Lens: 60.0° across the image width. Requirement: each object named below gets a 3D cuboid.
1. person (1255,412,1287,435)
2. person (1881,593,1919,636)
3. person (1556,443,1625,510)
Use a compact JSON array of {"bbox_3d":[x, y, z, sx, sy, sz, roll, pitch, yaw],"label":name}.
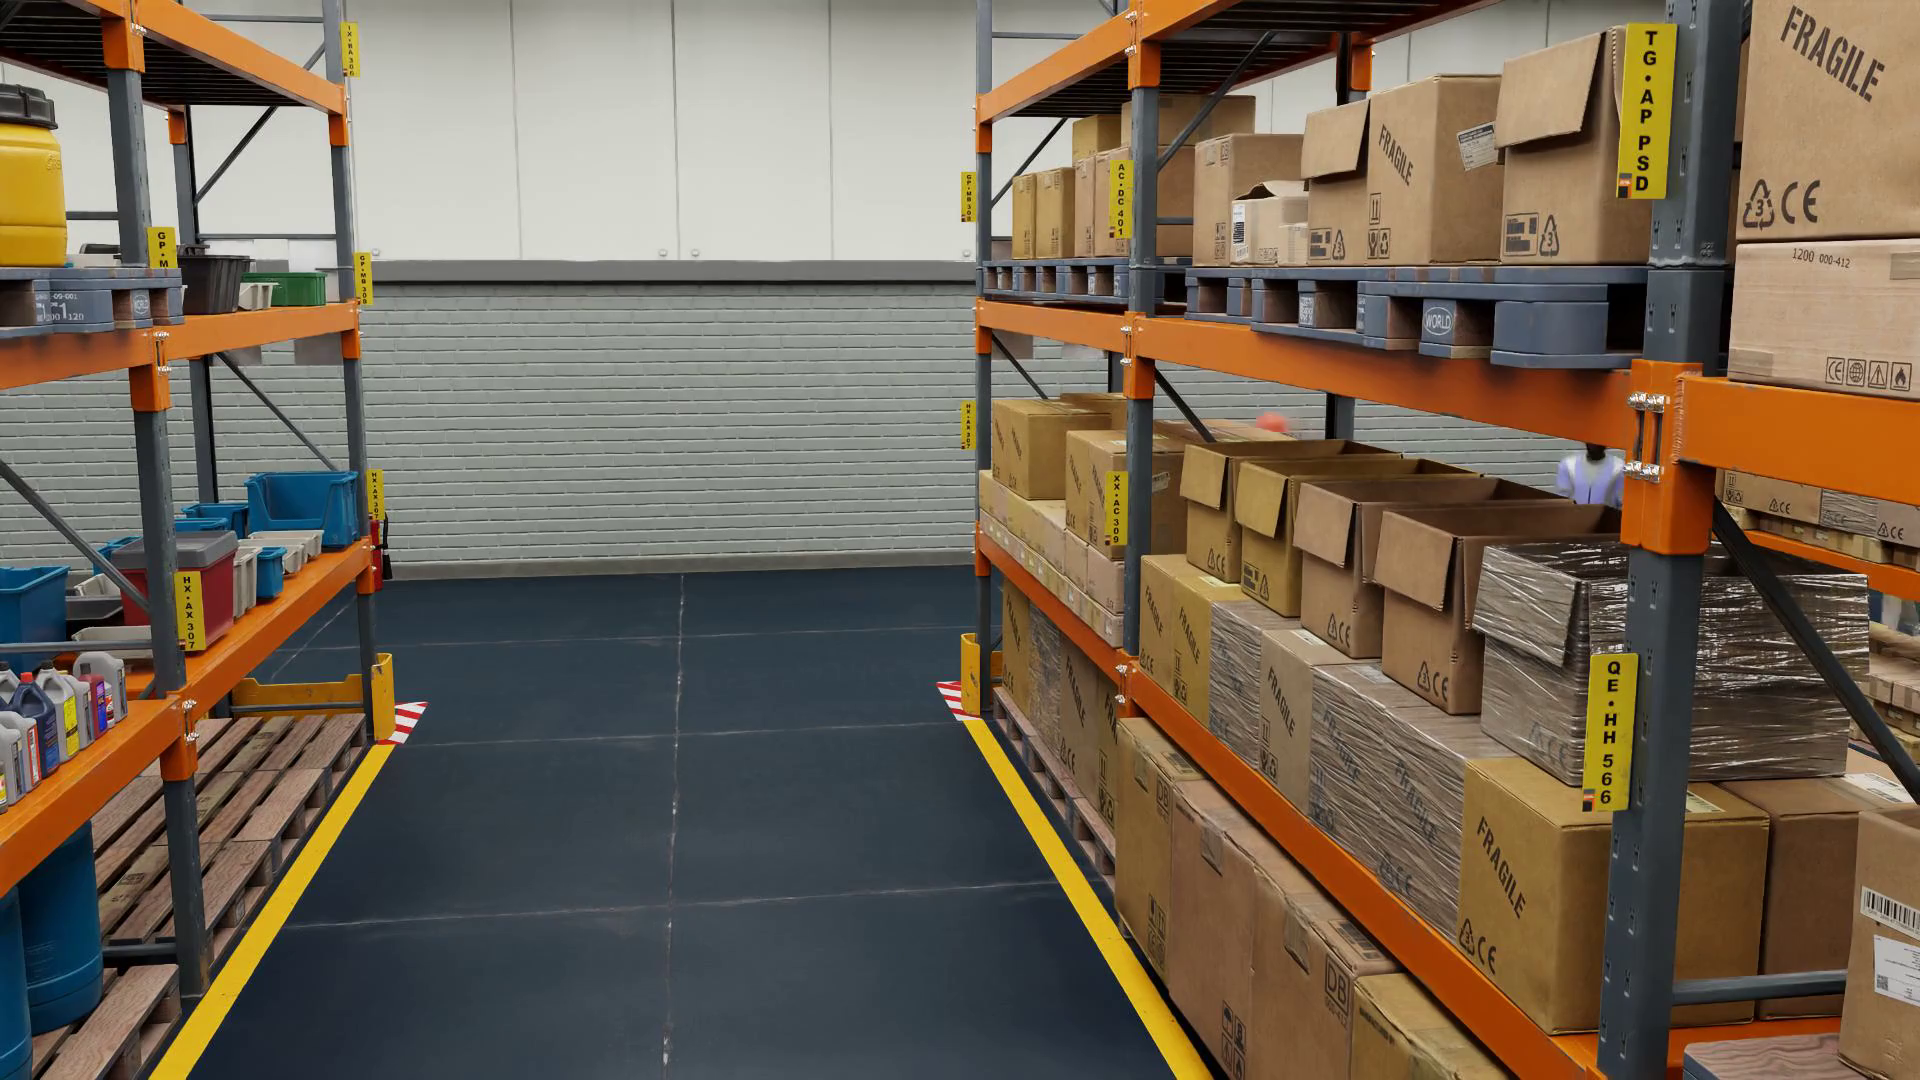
[{"bbox_3d":[2.424,-0.058,13.220,0.530,1.919,0.580,-4,10,-24],"label":"person"},{"bbox_3d":[7.619,0.074,13.397,0.704,1.596,0.517,-3,10,-15],"label":"person"},{"bbox_3d":[5.133,-0.091,13.497,0.560,1.905,0.796,5,11,30],"label":"person"}]
